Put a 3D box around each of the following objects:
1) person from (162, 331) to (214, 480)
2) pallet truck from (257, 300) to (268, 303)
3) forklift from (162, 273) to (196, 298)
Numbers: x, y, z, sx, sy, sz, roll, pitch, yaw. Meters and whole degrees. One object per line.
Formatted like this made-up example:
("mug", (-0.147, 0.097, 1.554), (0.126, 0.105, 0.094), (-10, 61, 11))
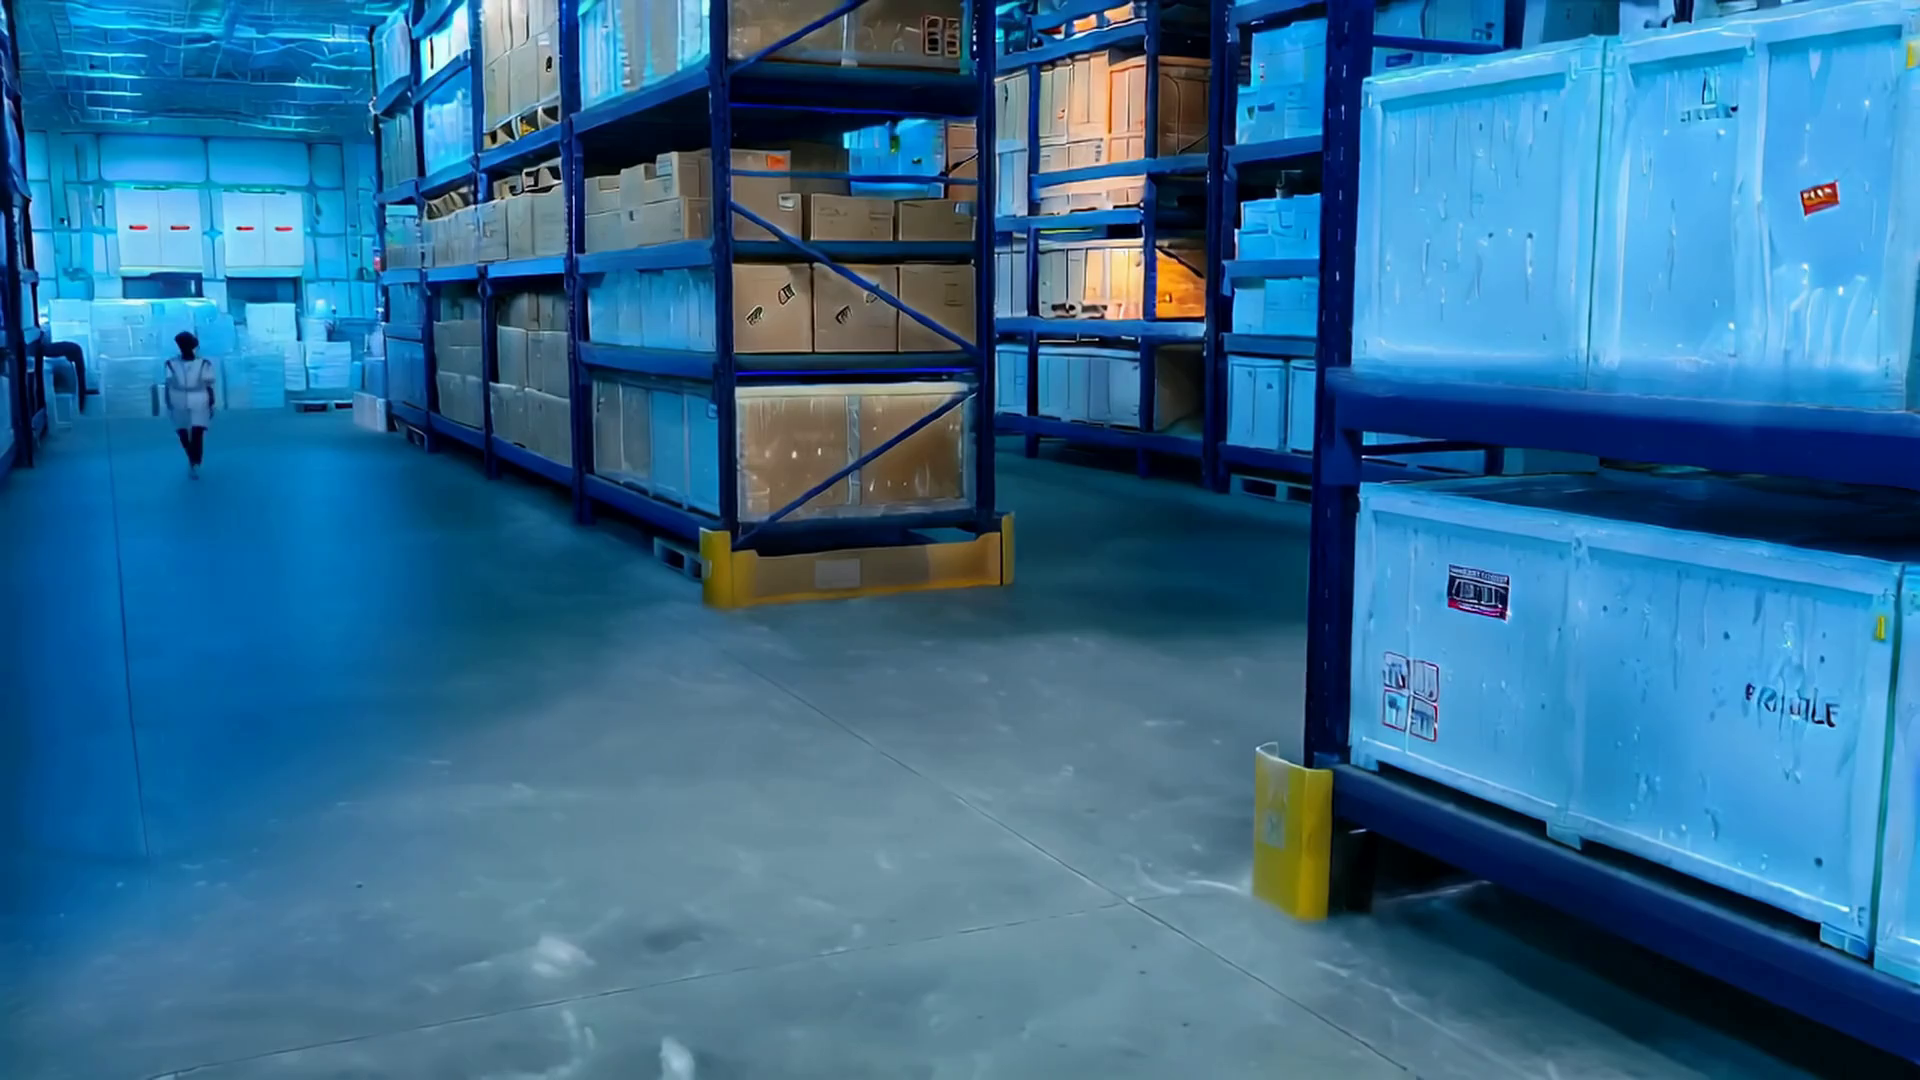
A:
("person", (-8.725, -1.538, 18.852), (0.536, 1.668, 0.757), (-2, 9, -15))
("pallet truck", (-23.913, -7.404, 58.171), (1.885, 1.965, 0.823), (-1, 8, -9))
("forklift", (-24.331, -6.948, 52.001), (1.873, 2.768, 1.129), (6, 10, 37))
